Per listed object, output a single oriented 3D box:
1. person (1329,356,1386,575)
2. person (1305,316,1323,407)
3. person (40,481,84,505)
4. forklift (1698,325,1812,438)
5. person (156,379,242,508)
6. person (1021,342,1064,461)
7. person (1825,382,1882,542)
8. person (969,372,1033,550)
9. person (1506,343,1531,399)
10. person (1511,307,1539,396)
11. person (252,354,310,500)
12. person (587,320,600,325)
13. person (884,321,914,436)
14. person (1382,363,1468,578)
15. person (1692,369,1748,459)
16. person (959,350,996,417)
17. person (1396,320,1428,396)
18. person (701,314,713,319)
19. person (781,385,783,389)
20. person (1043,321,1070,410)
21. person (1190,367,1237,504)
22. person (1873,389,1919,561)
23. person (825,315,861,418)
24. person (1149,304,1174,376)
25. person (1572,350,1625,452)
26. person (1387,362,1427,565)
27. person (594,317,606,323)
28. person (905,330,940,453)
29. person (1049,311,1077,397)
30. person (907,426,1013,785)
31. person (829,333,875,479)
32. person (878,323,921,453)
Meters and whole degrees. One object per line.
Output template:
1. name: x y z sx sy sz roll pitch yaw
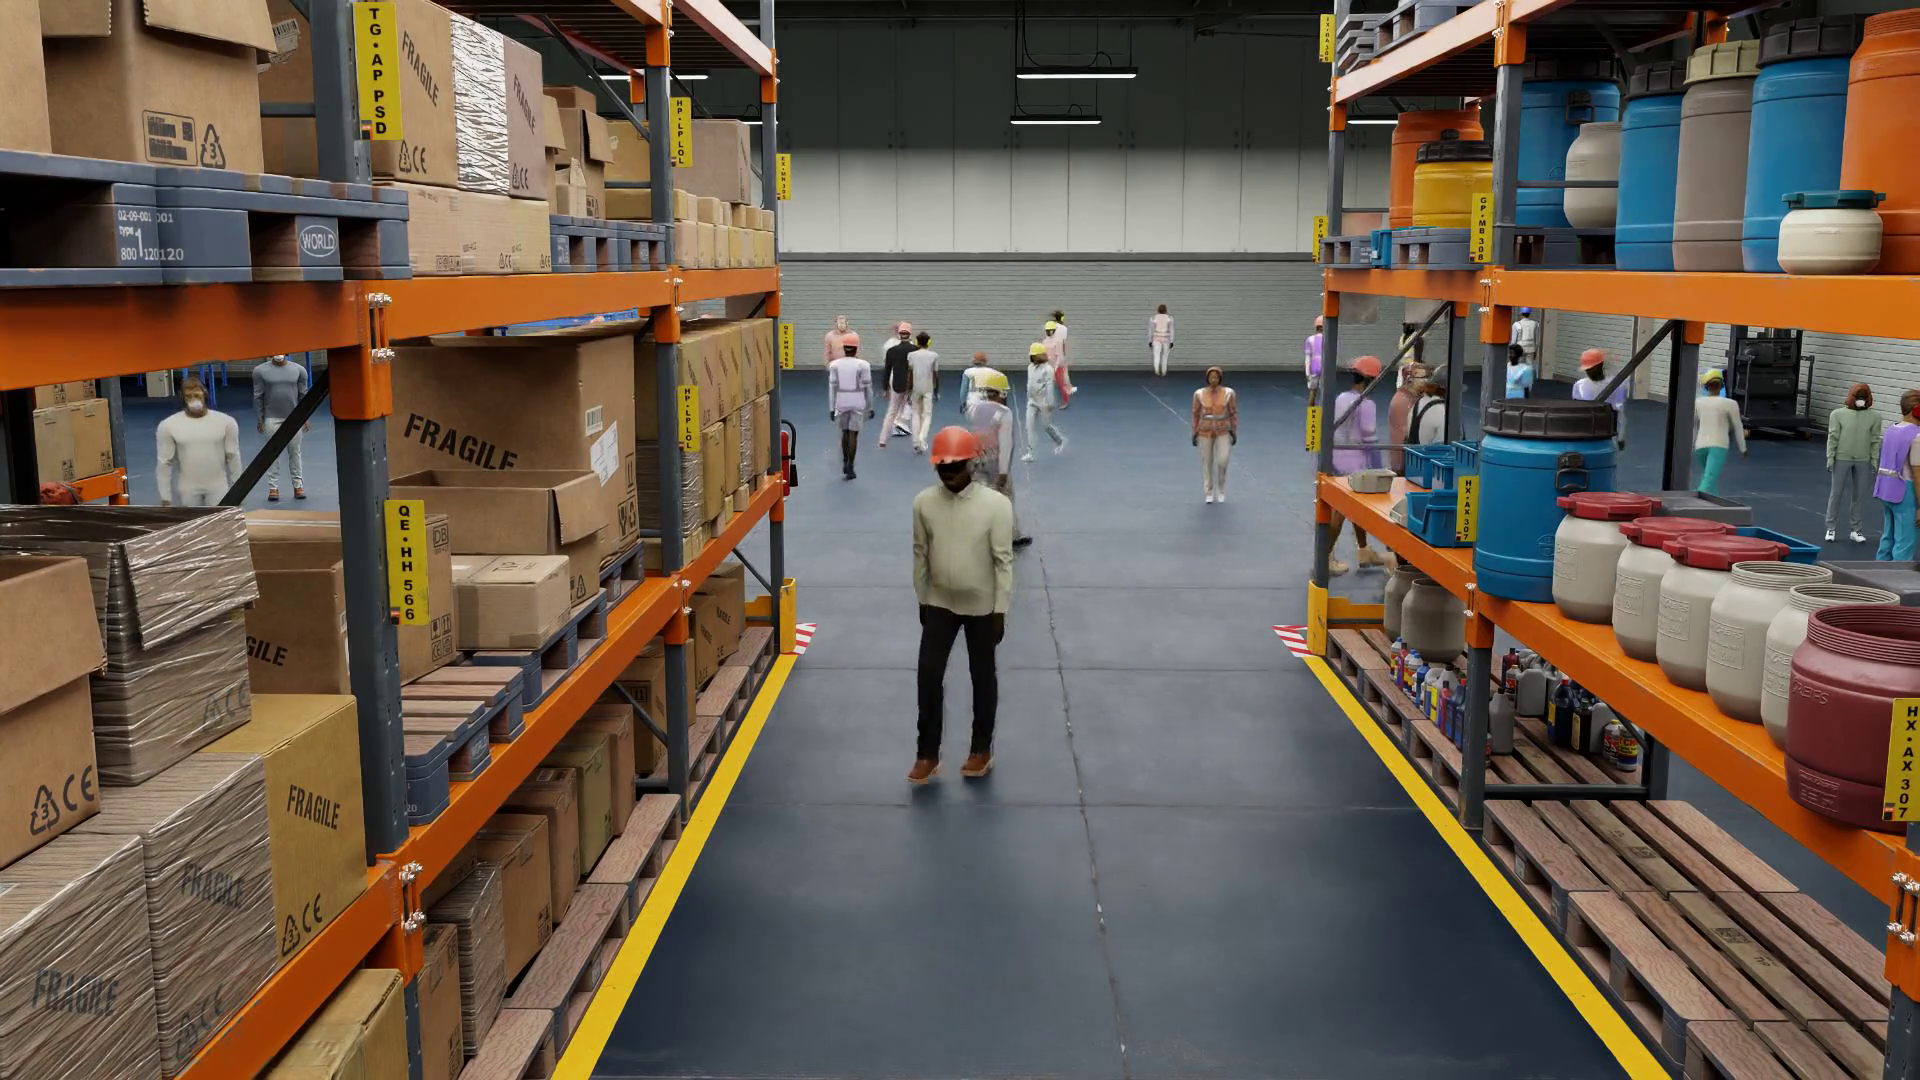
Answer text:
1. person: 3.699 -0.679 15.231 0.922 1.997 0.620 -2 10 -10
2. person: 6.388 -3.010 29.500 0.546 1.889 0.996 2 10 11
3. person: -4.006 0.670 7.497 0.585 1.882 0.337 0 9 -1
4. forklift: 13.248 -3.165 27.620 1.129 2.768 1.873 0 9 1
5. person: -6.294 -0.383 13.799 0.651 1.883 1.014 -5 11 -25
6. person: 1.208 -2.018 24.152 0.487 1.709 0.712 9 13 42
7. person: 9.152 -0.800 17.058 0.497 1.632 0.289 2 10 13
8. person: 0.323 -0.755 16.365 0.949 1.782 0.603 -9 13 -44
9. person: 8.171 -2.066 24.479 0.646 1.680 0.540 -6 11 -34
10. person: 12.064 -4.045 35.553 0.605 1.949 0.384 -1 10 -7
11. person: -8.201 -1.465 20.128 0.635 1.939 0.367 -5 11 -27
12. person: -6.383 -2.905 29.004 0.987 1.861 0.651 -1 9 -3
13. person: -0.935 -2.645 27.328 0.680 1.887 0.435 9 13 42
14. person: 4.074 -0.560 14.527 0.787 2.000 0.694 -2 10 -11
15. person: 8.145 -0.994 18.005 0.953 1.704 0.540 -6 11 -34
16. person: 0.277 -1.935 23.982 0.532 1.595 0.875 -3 10 -19
17. person: 8.646 -3.309 31.612 0.917 1.809 0.637 -3 10 -18
18. person: -4.417 -2.998 29.268 0.638 1.944 0.671 -5 11 -26
19. person: -4.318 -4.185 36.599 1.004 1.868 0.606 9 13 44
20. person: 1.805 -3.381 32.240 0.523 1.726 0.898 8 13 41
21. person: 2.989 -1.229 19.637 0.546 1.618 0.534 2 10 11
22. person: 7.588 -0.295 13.384 0.389 1.848 0.567 0 9 3
23. person: -2.149 -3.187 30.615 0.648 1.889 0.584 -2 10 -9
24. person: 5.057 -5.020 41.811 0.632 1.816 0.869 2 10 9
25. person: 7.039 -1.162 18.483 0.578 1.875 0.881 8 13 41
26. person: 4.289 -0.740 15.878 0.399 1.909 0.642 4 10 25
27. person: -6.506 -3.075 29.965 1.033 1.867 0.561 -2 10 -15
28. person: -0.575 -2.228 25.044 0.528 1.837 0.794 2 10 13
29. person: 2.133 -3.984 35.565 0.551 1.817 0.961 8 12 40
30. person: -0.013 0.367 9.062 0.631 1.963 0.757 3 10 19
31. person: -1.421 -1.798 22.174 0.567 1.913 0.701 2 10 12
32. person: -0.902 -2.322 25.267 0.786 1.953 0.535 2 10 13
